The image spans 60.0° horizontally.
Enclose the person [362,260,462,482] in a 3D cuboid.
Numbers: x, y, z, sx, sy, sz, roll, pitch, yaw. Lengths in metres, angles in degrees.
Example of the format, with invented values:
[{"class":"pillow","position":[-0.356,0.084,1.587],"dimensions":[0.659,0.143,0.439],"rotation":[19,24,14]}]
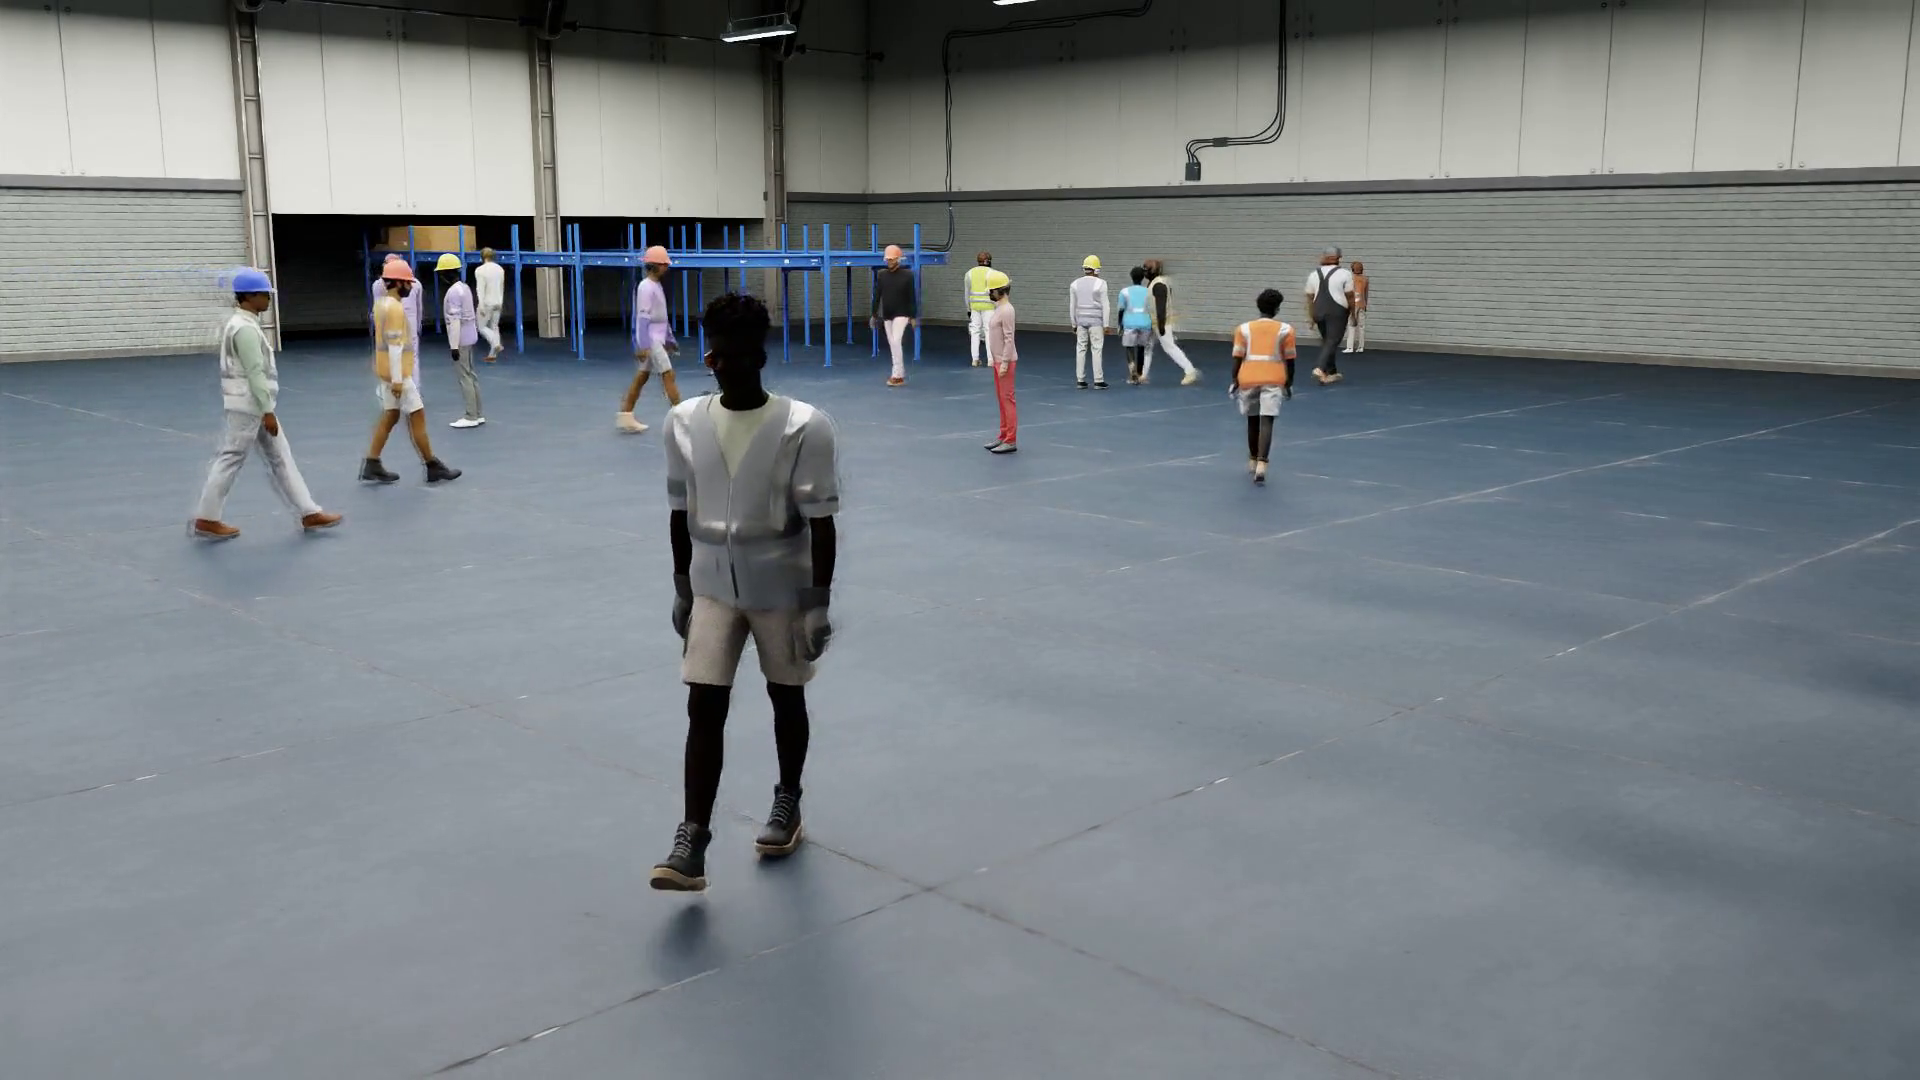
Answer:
[{"class":"person","position":[-4.791,-1.443,14.282],"dimensions":[0.819,1.903,0.564],"rotation":[-6,12,-29]}]

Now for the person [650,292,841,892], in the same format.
[{"class":"person","position":[-0.713,0.178,5.366],"dimensions":[0.634,1.919,0.960],"rotation":[2,11,13]}]

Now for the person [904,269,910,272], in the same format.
[{"class":"person","position":[-1.366,-5.664,38.054],"dimensions":[0.519,1.617,0.348],"rotation":[-4,11,-19]}]

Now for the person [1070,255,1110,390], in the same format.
[{"class":"person","position":[1.812,-3.007,22.989],"dimensions":[0.587,1.835,0.404],"rotation":[7,12,32]}]

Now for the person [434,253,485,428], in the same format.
[{"class":"person","position":[-5.571,-2.211,18.450],"dimensions":[0.426,1.913,0.601],"rotation":[-1,10,-5]}]

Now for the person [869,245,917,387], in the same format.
[{"class":"person","position":[-0.971,-3.122,23.262],"dimensions":[0.621,1.957,0.807],"rotation":[6,12,31]}]

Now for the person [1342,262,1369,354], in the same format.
[{"class":"person","position":[7.112,-4.175,29.889],"dimensions":[0.514,1.641,0.308],"rotation":[-5,11,-25]}]

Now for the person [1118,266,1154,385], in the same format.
[{"class":"person","position":[2.509,-3.024,23.489],"dimensions":[0.545,1.673,0.597],"rotation":[0,10,-1]}]

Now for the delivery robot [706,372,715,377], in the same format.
[{"class":"delivery robot","position":[-3.001,-2.252,21.515],"dimensions":[0.335,0.223,0.698],"rotation":[5,12,27]}]

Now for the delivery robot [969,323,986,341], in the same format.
[{"class":"delivery robot","position":[0.430,-4.124,32.433],"dimensions":[0.477,0.478,0.707],"rotation":[-4,11,-18]}]

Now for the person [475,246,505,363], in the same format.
[{"class":"person","position":[-7.777,-3.897,27.598],"dimensions":[0.499,1.924,0.632],"rotation":[6,12,30]}]

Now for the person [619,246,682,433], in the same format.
[{"class":"person","position":[-3.207,-2.137,17.806],"dimensions":[1.039,1.985,0.629],"rotation":[0,10,-2]}]

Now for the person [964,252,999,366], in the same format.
[{"class":"person","position":[0.386,-3.754,27.055],"dimensions":[0.624,1.841,0.430],"rotation":[6,12,28]}]

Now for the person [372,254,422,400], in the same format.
[{"class":"person","position":[-7.133,-2.670,21.077],"dimensions":[0.660,1.867,0.950],"rotation":[-7,13,-34]}]

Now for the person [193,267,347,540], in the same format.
[{"class":"person","position":[-4.929,-0.950,11.631],"dimensions":[1.023,1.896,0.626],"rotation":[-4,11,-19]}]

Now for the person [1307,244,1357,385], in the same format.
[{"class":"person","position":[5.295,-3.248,23.854],"dimensions":[0.974,2.000,0.688],"rotation":[-9,14,-42]}]

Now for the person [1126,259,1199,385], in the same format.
[{"class":"person","position":[2.916,-3.090,23.591],"dimensions":[0.978,1.798,0.637],"rotation":[-1,10,-4]}]

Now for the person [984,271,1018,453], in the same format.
[{"class":"person","position":[0.397,-1.741,16.297],"dimensions":[0.328,1.760,0.523],"rotation":[-2,11,-8]}]

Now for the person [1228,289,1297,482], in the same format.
[{"class":"person","position":[2.616,-1.345,14.434],"dimensions":[0.569,1.644,0.891],"rotation":[4,11,22]}]
